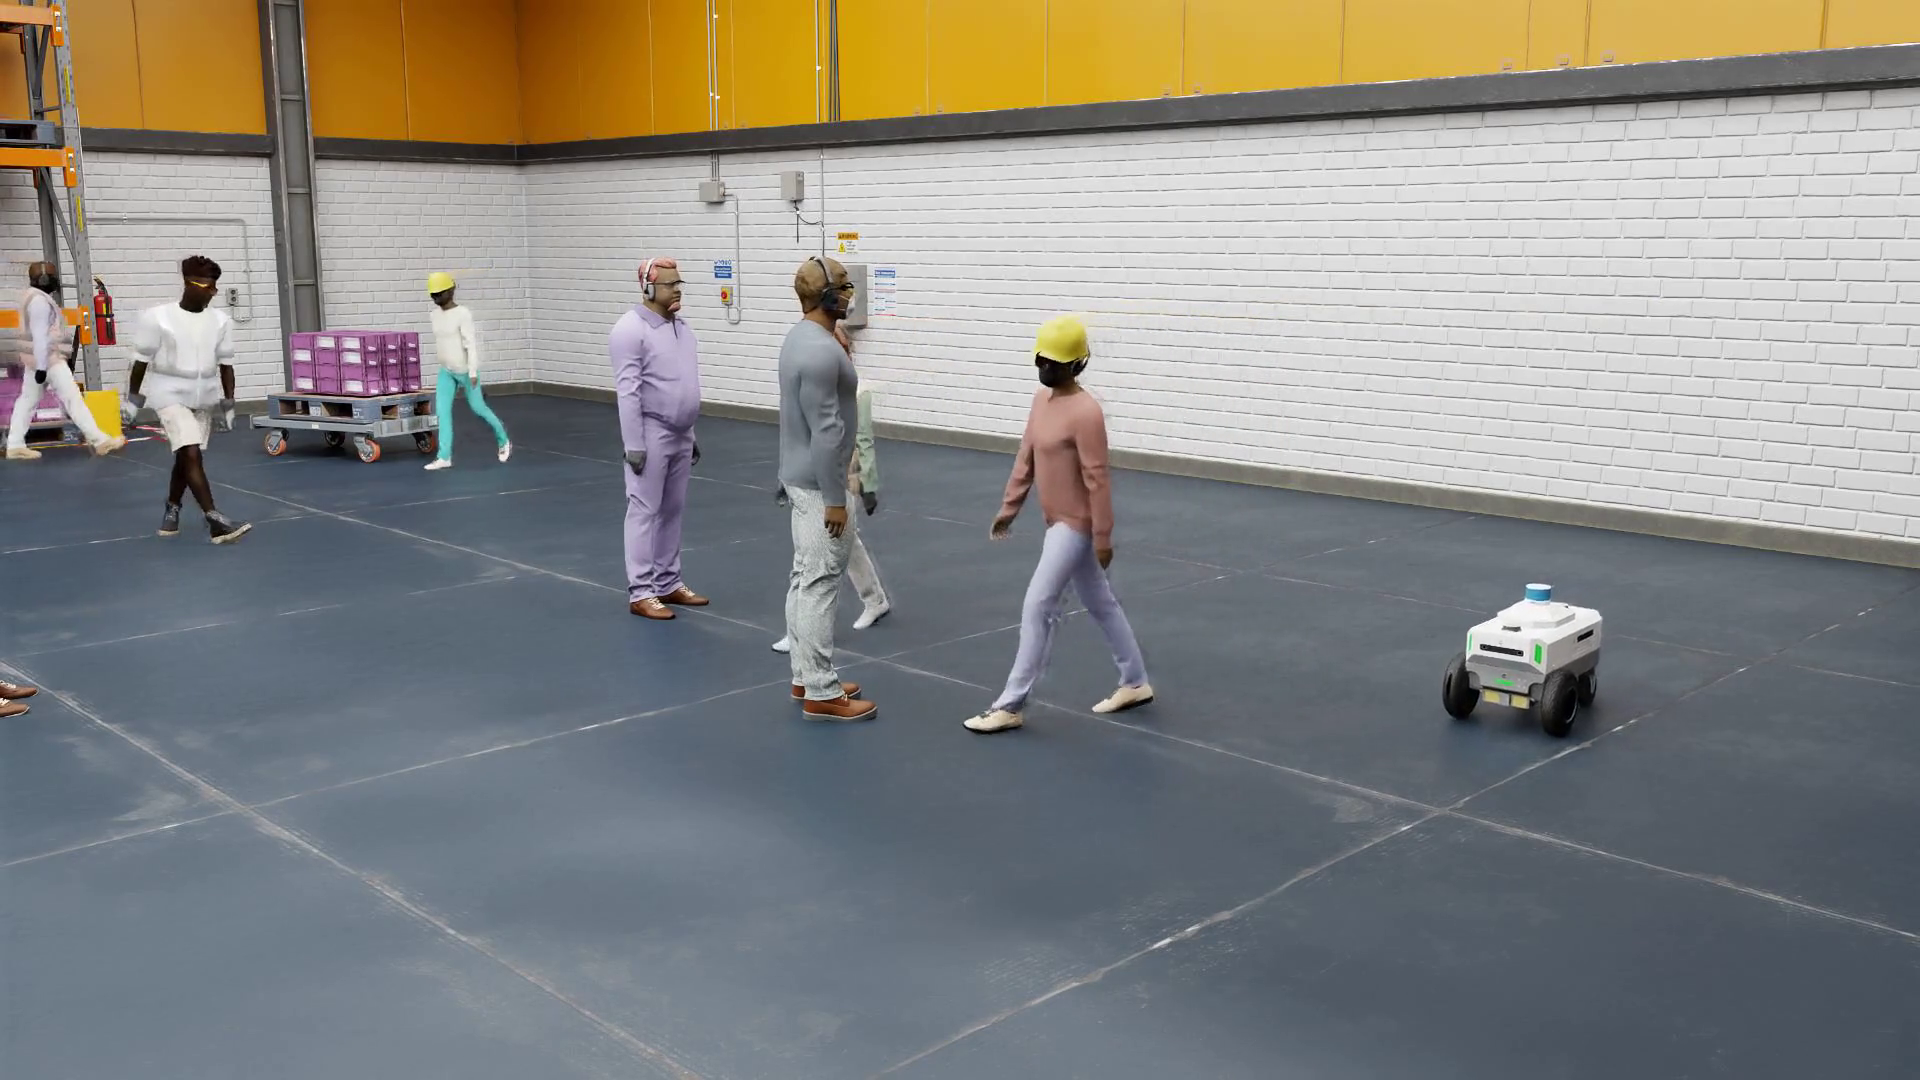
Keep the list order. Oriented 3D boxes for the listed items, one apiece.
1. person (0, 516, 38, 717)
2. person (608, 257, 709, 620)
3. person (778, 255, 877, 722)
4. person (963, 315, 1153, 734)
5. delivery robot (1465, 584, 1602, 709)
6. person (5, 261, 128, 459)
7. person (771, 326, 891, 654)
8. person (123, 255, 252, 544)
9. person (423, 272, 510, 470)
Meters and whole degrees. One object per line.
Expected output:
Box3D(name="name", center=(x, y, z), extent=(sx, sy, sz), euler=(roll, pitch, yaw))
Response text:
Box3D(name="person", center=(-4.178, -0.185, 7.020), extent=(0.328, 1.872, 0.513), euler=(-4, 11, -21))
Box3D(name="person", center=(-1.579, -0.547, 8.892), extent=(0.401, 1.910, 0.642), euler=(4, 11, 23))
Box3D(name="person", center=(-0.573, -0.213, 6.984), extent=(0.372, 1.940, 0.630), euler=(-3, 11, -14))
Box3D(name="person", center=(0.448, -0.065, 6.813), extent=(0.885, 1.709, 0.538), euler=(-3, 11, -14))
Box3D(name="delivery robot", center=(2.423, 0.429, 7.006), extent=(0.477, 0.478, 0.707), euler=(9, 13, 40))
Box3D(name="person", center=(-8.245, -1.632, 15.138), extent=(0.999, 1.786, 0.629), euler=(-8, 13, -38))
Box3D(name="person", center=(-0.628, -0.280, 8.307), extent=(0.501, 1.592, 0.875), euler=(10, 14, 44))
Box3D(name="person", center=(-5.136, -0.928, 11.019), extent=(0.993, 1.889, 0.671), euler=(7, 13, 35))
Box3D(name="person", center=(-4.350, -1.500, 14.611), extent=(0.548, 1.716, 0.875), euler=(6, 12, 31))
